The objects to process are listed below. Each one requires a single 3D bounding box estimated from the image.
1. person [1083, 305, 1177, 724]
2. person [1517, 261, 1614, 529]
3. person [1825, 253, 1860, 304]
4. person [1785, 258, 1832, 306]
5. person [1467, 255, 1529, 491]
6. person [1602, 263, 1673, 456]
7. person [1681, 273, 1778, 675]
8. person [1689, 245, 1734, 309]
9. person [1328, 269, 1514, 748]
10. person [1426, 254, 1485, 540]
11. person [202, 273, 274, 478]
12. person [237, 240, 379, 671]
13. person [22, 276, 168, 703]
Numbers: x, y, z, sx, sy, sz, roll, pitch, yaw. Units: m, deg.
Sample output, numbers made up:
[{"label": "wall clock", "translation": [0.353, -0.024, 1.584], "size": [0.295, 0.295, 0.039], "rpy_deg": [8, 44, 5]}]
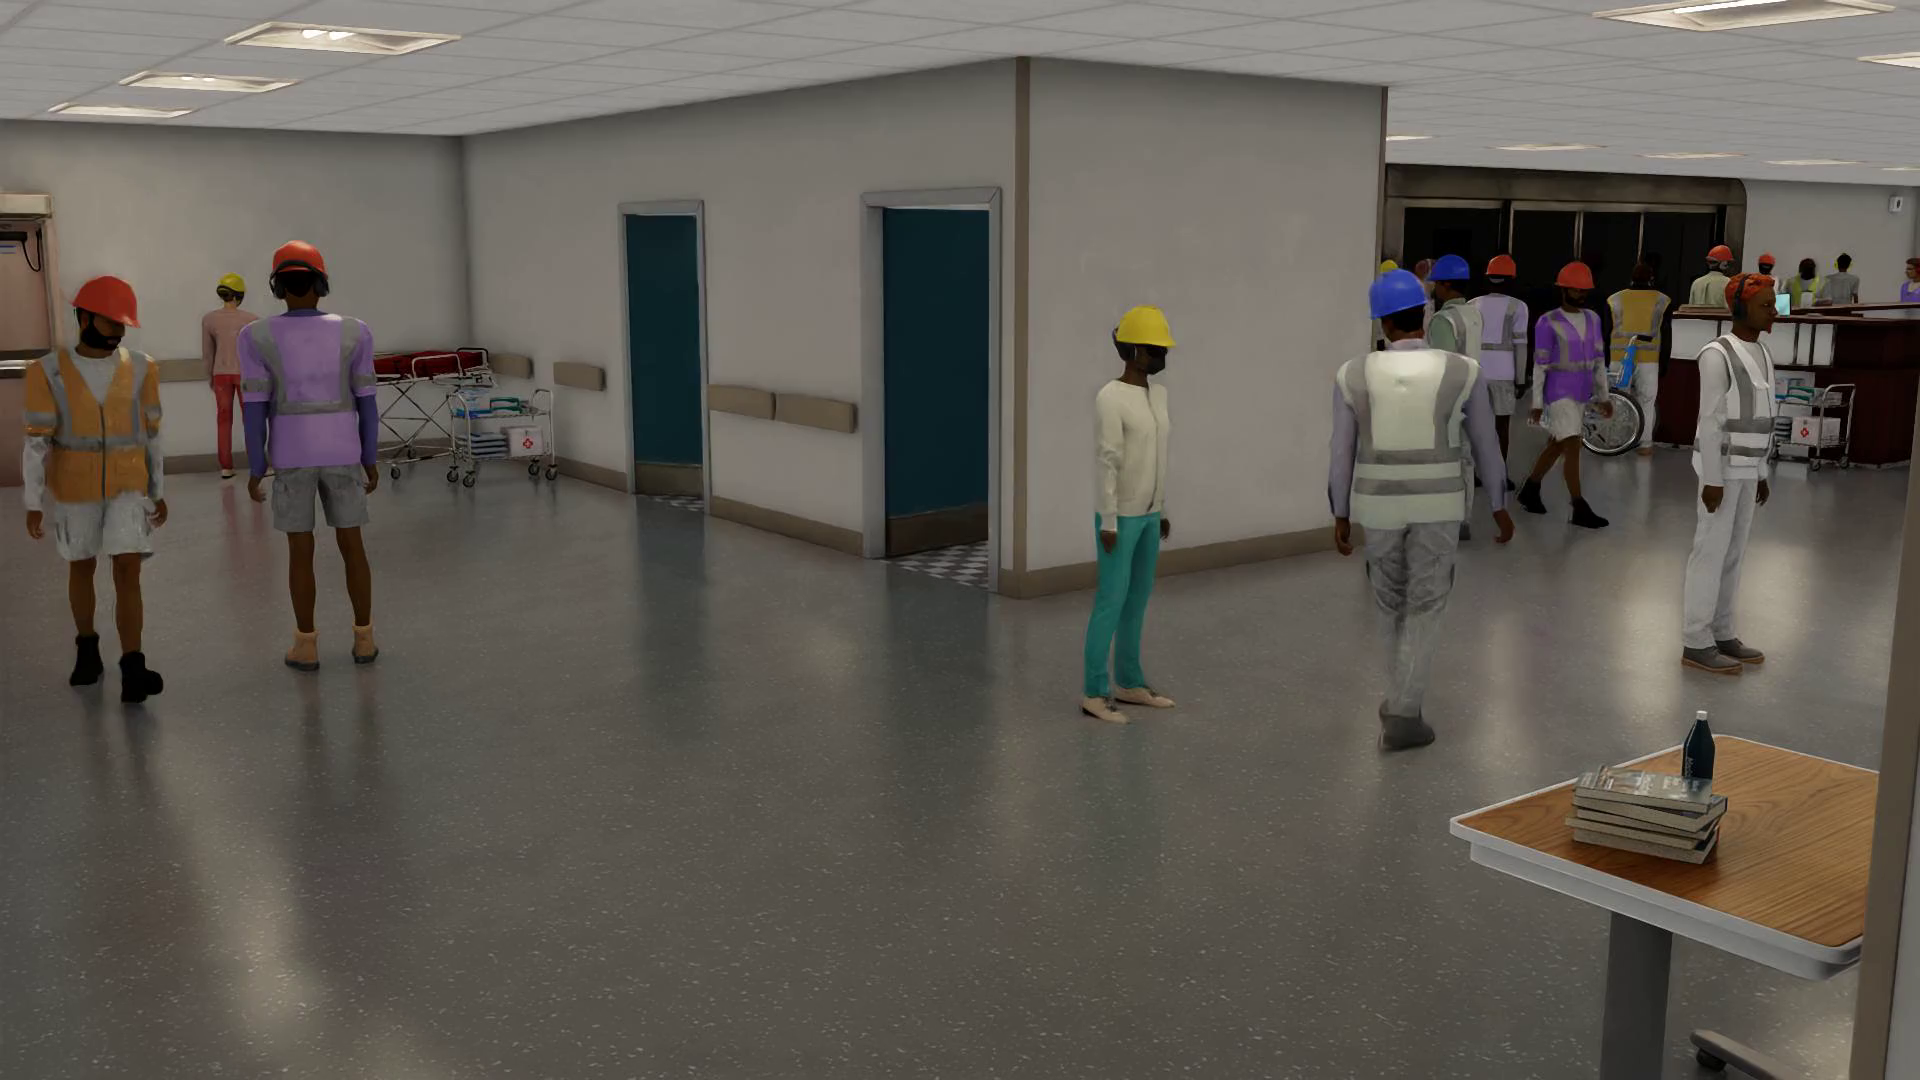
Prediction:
[{"label": "person", "translation": [0.751, -0.111, 7.081], "size": [0.330, 1.765, 0.533], "rpy_deg": [7, 12, 34]}, {"label": "person", "translation": [4.407, -1.077, 12.131], "size": [0.544, 1.900, 0.974], "rpy_deg": [-5, 11, -26]}, {"label": "person", "translation": [13.337, -3.404, 25.225], "size": [0.514, 1.876, 0.328], "rpy_deg": [6, 12, 31]}, {"label": "person", "translation": [12.105, -3.120, 23.847], "size": [0.662, 1.802, 0.749], "rpy_deg": [8, 13, 40]}, {"label": "person", "translation": [4.382, -1.361, 13.635], "size": [0.547, 1.929, 0.393], "rpy_deg": [8, 13, 40]}, {"label": "person", "translation": [6.457, -1.718, 15.899], "size": [0.628, 1.835, 0.429], "rpy_deg": [4, 11, 23]}, {"label": "person", "translation": [3.679, -0.316, 7.902], "size": [0.572, 1.883, 0.356], "rpy_deg": [-10, 14, -43]}, {"label": "person", "translation": [8.608, -2.359, 19.023], "size": [0.390, 1.995, 0.613], "rpy_deg": [-5, 11, -24]}, {"label": "person", "translation": [1.850, -0.124, 6.715], "size": [0.716, 1.916, 0.600], "rpy_deg": [5, 11, 24]}, {"label": "person", "translation": [3.285, -0.935, 11.181], "size": [0.403, 1.945, 0.614], "rpy_deg": [8, 13, 38]}, {"label": "person", "translation": [-6.238, -1.409, 14.346], "size": [0.528, 1.767, 0.329], "rpy_deg": [1, 10, 3]}, {"label": "person", "translation": [-3.079, -0.394, 7.917], "size": [0.607, 2.033, 0.403], "rpy_deg": [-5, 11, -28]}, {"label": "person", "translation": [-3.828, -0.220, 7.391], "size": [0.601, 1.864, 0.996], "rpy_deg": [-7, 12, -33]}]
